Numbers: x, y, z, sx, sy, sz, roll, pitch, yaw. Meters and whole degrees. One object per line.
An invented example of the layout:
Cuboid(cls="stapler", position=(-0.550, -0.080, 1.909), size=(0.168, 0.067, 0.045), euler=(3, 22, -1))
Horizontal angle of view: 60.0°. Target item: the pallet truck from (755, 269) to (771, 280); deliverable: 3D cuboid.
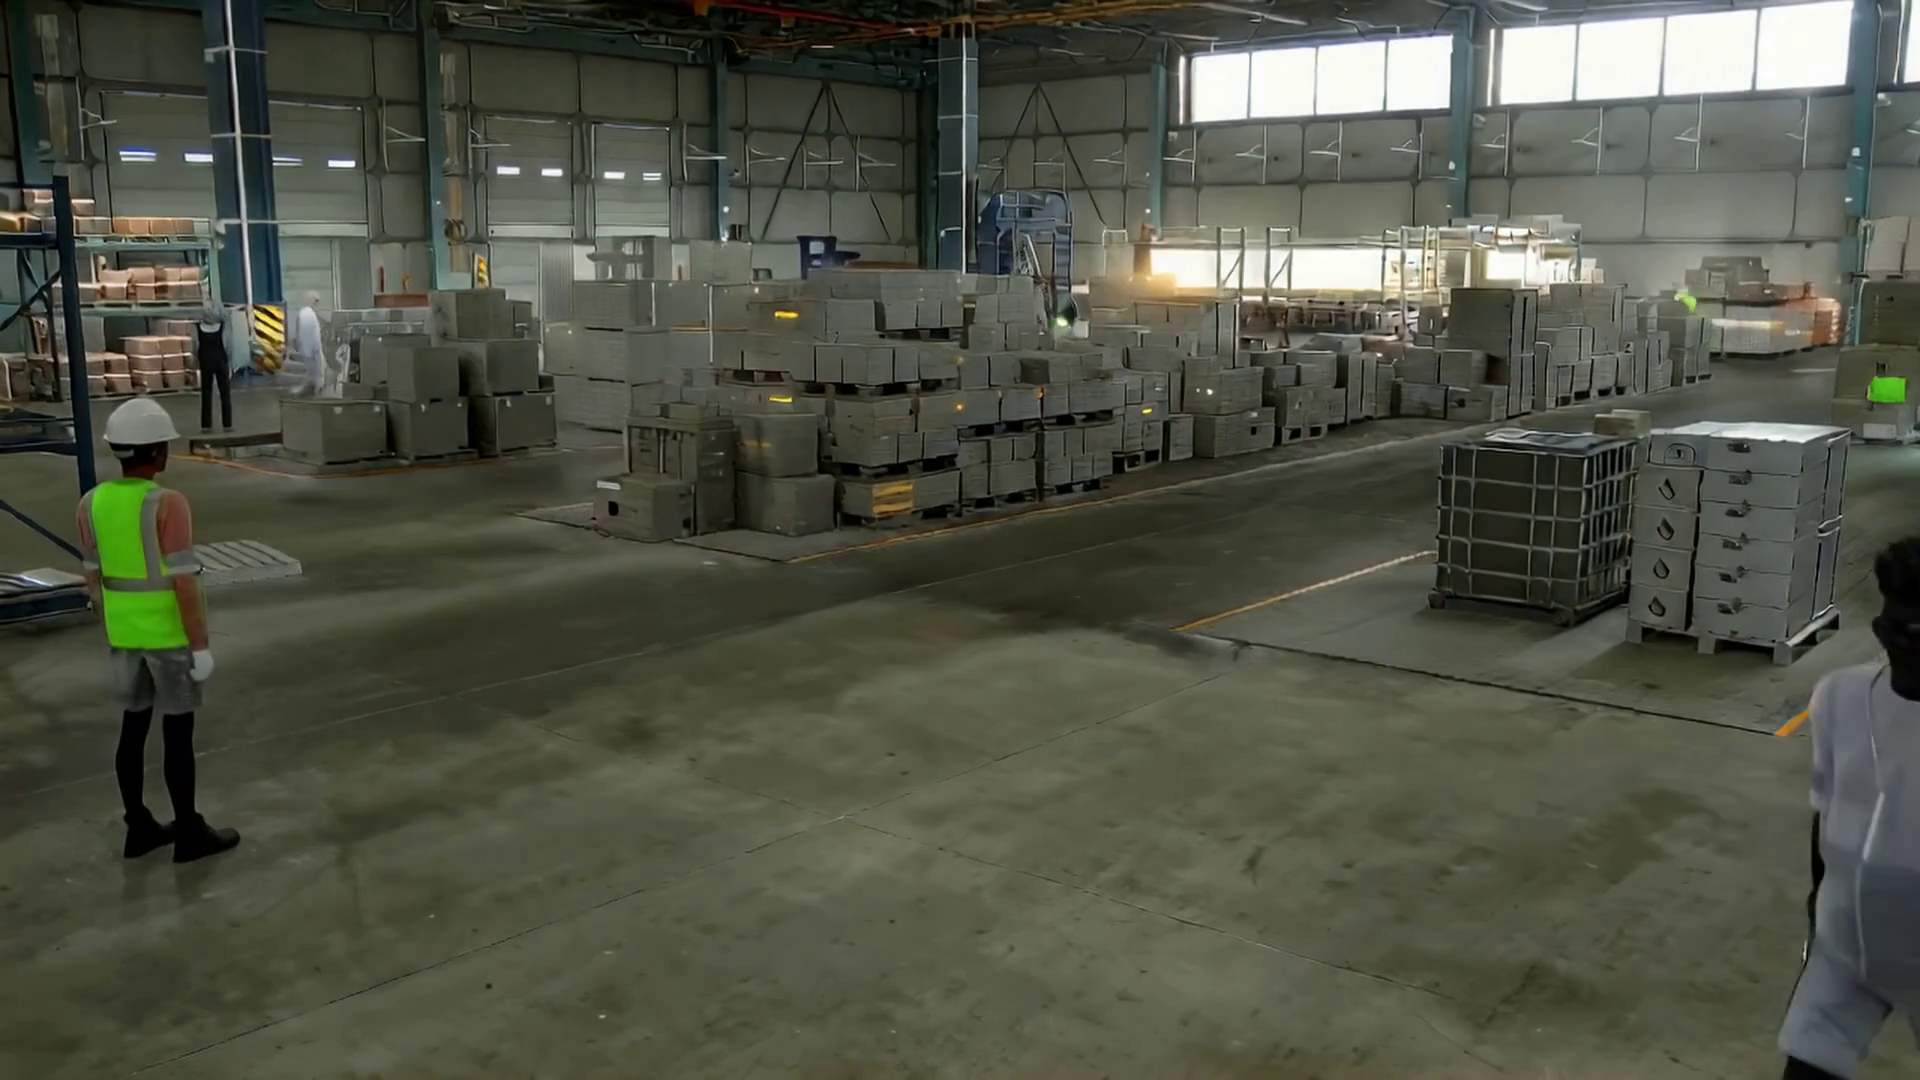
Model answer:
Cuboid(cls="pallet truck", position=(-4.996, -6.432, 45.525), size=(1.885, 1.965, 0.823), euler=(-6, 12, -32))

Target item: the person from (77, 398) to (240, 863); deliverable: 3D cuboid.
Cuboid(cls="person", position=(-3.343, 0.380, 6.913), size=(0.543, 1.939, 0.355), euler=(3, 10, 17))

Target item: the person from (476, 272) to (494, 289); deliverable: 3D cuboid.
Cuboid(cls="person", position=(-12.291, -5.961, 43.012), size=(0.542, 1.939, 0.362), euler=(4, 11, 20))

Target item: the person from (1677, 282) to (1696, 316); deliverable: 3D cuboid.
Cuboid(cls="person", position=(14.319, -4.134, 32.758), size=(0.514, 1.883, 0.613), euler=(9, 14, 43))

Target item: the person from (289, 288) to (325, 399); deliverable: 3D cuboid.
Cuboid(cls="person", position=(-10.124, -2.941, 25.854), size=(0.502, 1.928, 0.628), euler=(-4, 11, -21))

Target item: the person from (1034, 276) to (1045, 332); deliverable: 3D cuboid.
Cuboid(cls="person", position=(1.787, -5.334, 39.604), size=(1.017, 1.892, 0.646), euler=(-6, 11, -30))

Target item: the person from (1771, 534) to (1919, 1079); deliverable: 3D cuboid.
Cuboid(cls="person", position=(2.119, 0.937, 3.781), size=(1.037, 1.910, 0.622), euler=(-6, 11, -29))

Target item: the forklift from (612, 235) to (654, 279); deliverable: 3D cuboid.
Cuboid(cls="forklift", position=(-7.298, -5.450, 37.421), size=(1.873, 2.768, 1.129), euler=(8, 13, 40))

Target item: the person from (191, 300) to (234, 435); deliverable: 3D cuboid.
Cuboid(cls="person", position=(-10.208, -2.356, 22.750), size=(0.506, 1.845, 0.342), euler=(-3, 10, -16))

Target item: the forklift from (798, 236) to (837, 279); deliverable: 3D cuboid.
Cuboid(cls="forklift", position=(-3.360, -5.810, 39.471), size=(1.873, 2.768, 1.129), euler=(10, 14, 44))
